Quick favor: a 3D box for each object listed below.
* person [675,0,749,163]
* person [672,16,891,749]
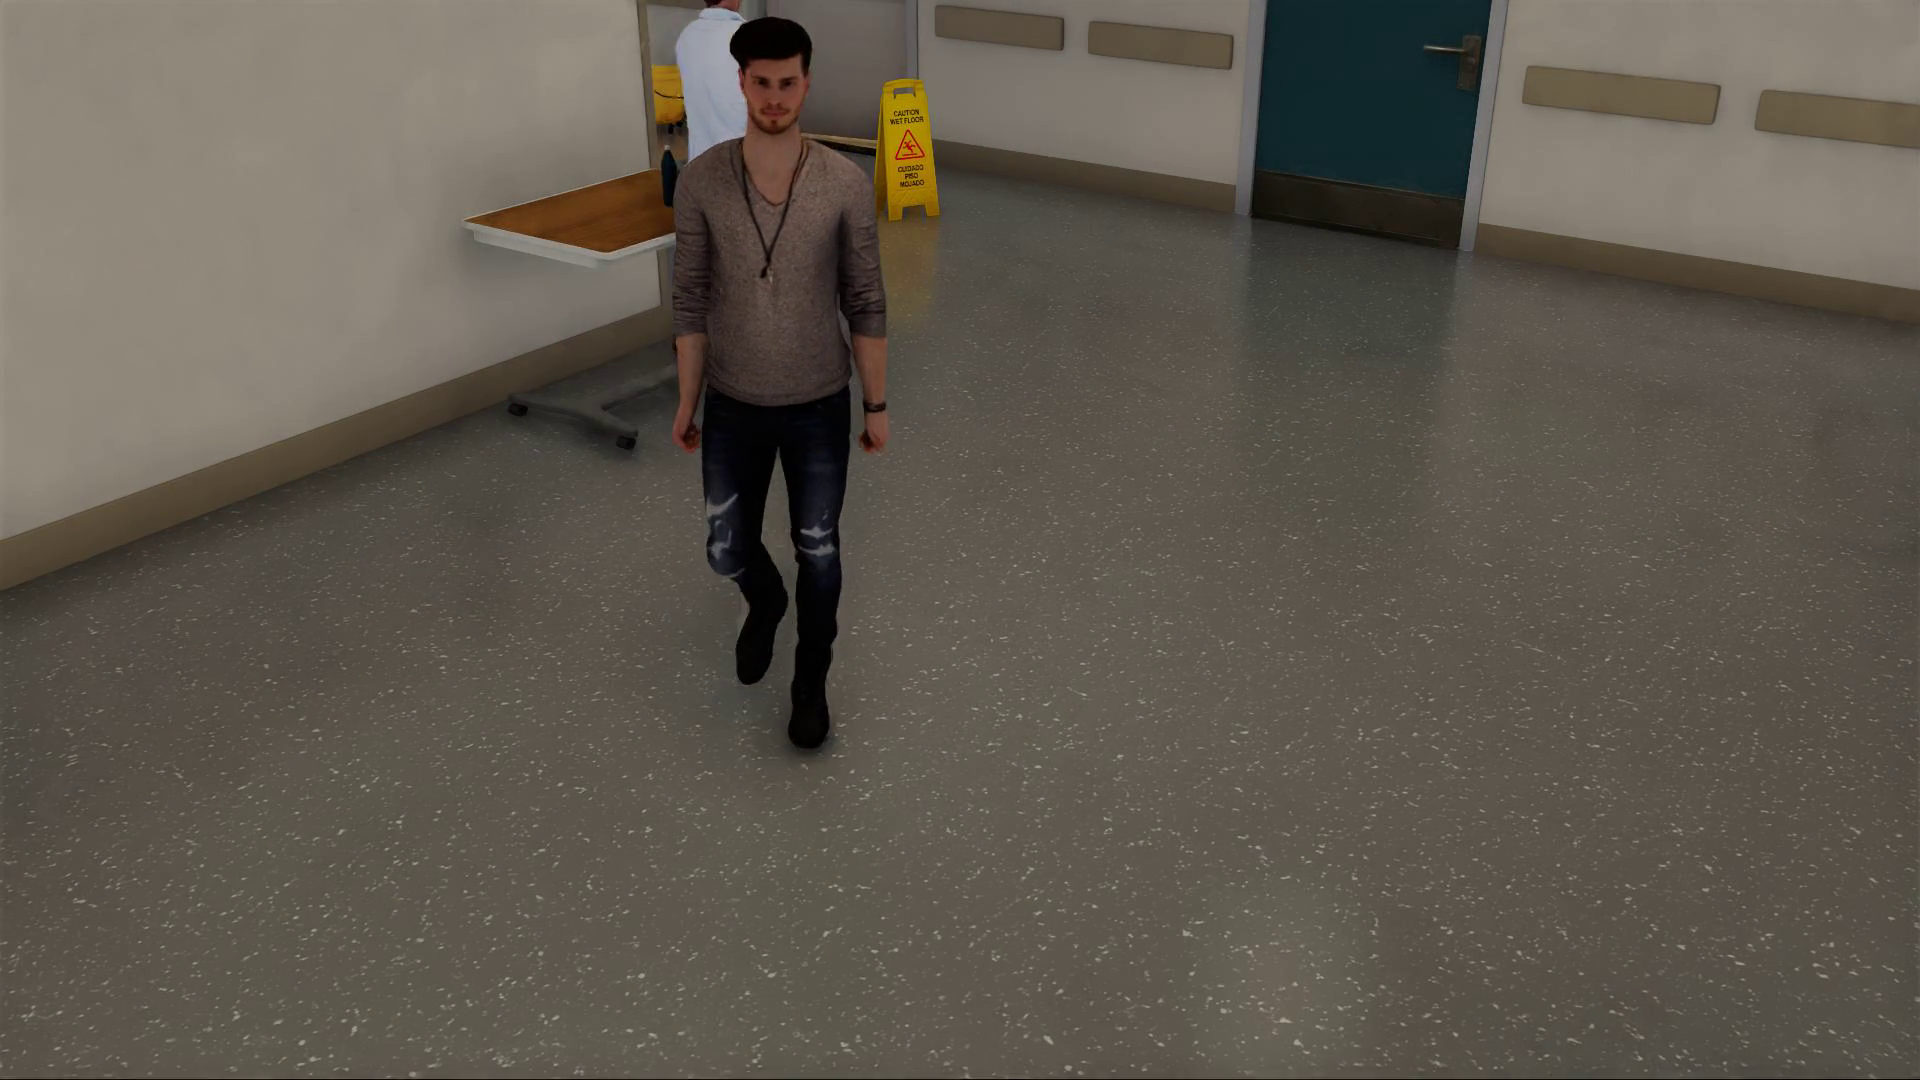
[{"bbox_3d":[-0.931,-1.314,6.370,0.597,1.803,0.784,23,34,39],"label":"person"},{"bbox_3d":[-0.472,-0.402,4.373,0.890,1.896,0.959,0,26,-1],"label":"person"}]
